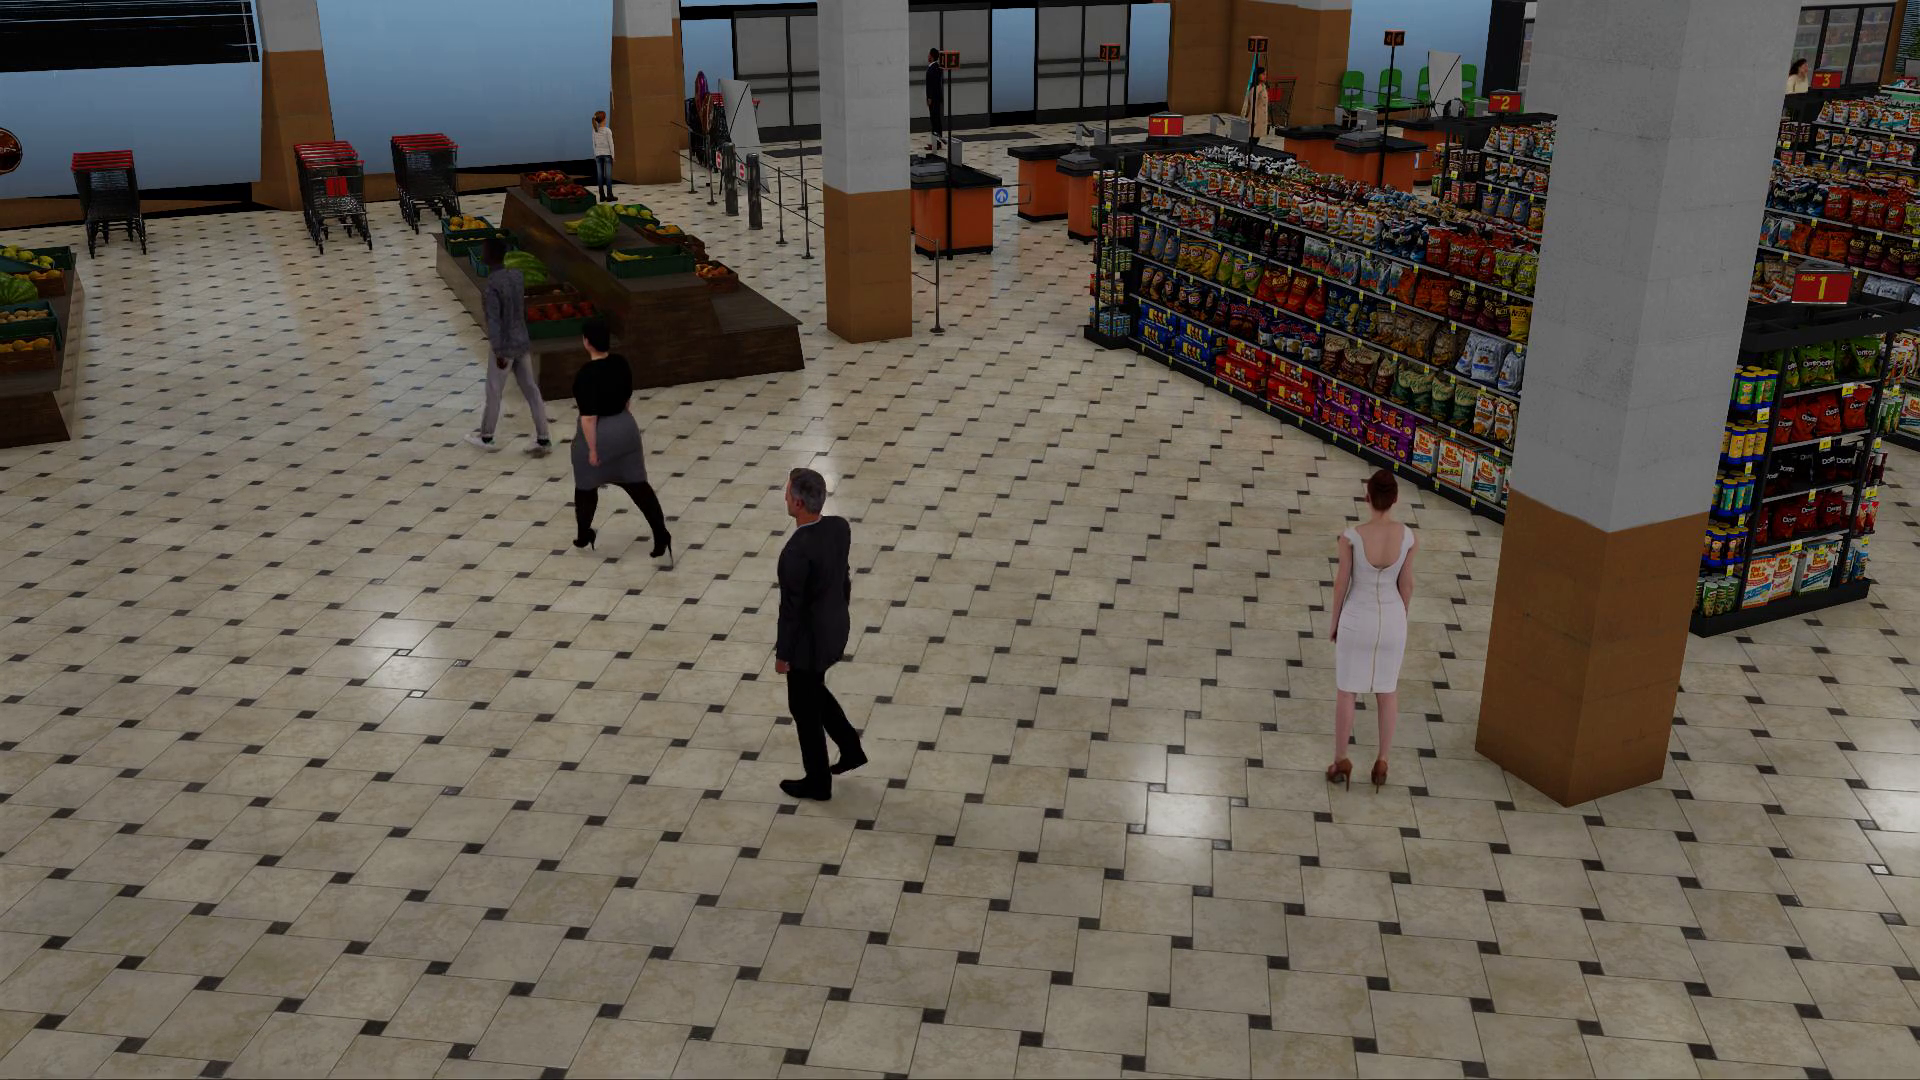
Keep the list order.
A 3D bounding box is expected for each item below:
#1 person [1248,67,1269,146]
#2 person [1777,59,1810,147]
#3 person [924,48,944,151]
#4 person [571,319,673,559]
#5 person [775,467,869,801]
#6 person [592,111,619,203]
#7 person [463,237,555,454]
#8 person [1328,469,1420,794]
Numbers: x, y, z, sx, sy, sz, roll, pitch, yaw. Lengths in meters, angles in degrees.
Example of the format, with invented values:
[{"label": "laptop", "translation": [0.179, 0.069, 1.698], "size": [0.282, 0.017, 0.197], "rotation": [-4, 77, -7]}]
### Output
[{"label": "person", "translation": [4.778, -6.761, 26.809], "size": [0.745, 1.680, 0.723], "rotation": [11, 24, 26]}, {"label": "person", "translation": [14.238, -7.426, 28.547], "size": [0.698, 1.620, 0.798], "rotation": [-13, 25, -29]}, {"label": "person", "translation": [-0.440, -7.732, 29.164], "size": [0.766, 1.727, 0.686], "rotation": [6, 23, 14]}, {"label": "person", "translation": [-2.353, -0.641, 11.531], "size": [1.217, 1.715, 1.014], "rotation": [15, 26, 32]}, {"label": "person", "translation": [-0.682, 0.518, 8.502], "size": [0.927, 1.823, 0.868], "rotation": [8, 23, 20]}, {"label": "person", "translation": [-5.278, -5.677, 24.603], "size": [0.553, 1.315, 0.607], "rotation": [6, 23, 14]}, {"label": "person", "translation": [-3.632, -1.567, 13.711], "size": [1.148, 1.808, 1.076], "rotation": [9, 24, 21]}, {"label": "person", "translation": [2.136, 0.476, 8.650], "size": [0.635, 1.791, 0.650], "rotation": [2, 22, 4]}]
